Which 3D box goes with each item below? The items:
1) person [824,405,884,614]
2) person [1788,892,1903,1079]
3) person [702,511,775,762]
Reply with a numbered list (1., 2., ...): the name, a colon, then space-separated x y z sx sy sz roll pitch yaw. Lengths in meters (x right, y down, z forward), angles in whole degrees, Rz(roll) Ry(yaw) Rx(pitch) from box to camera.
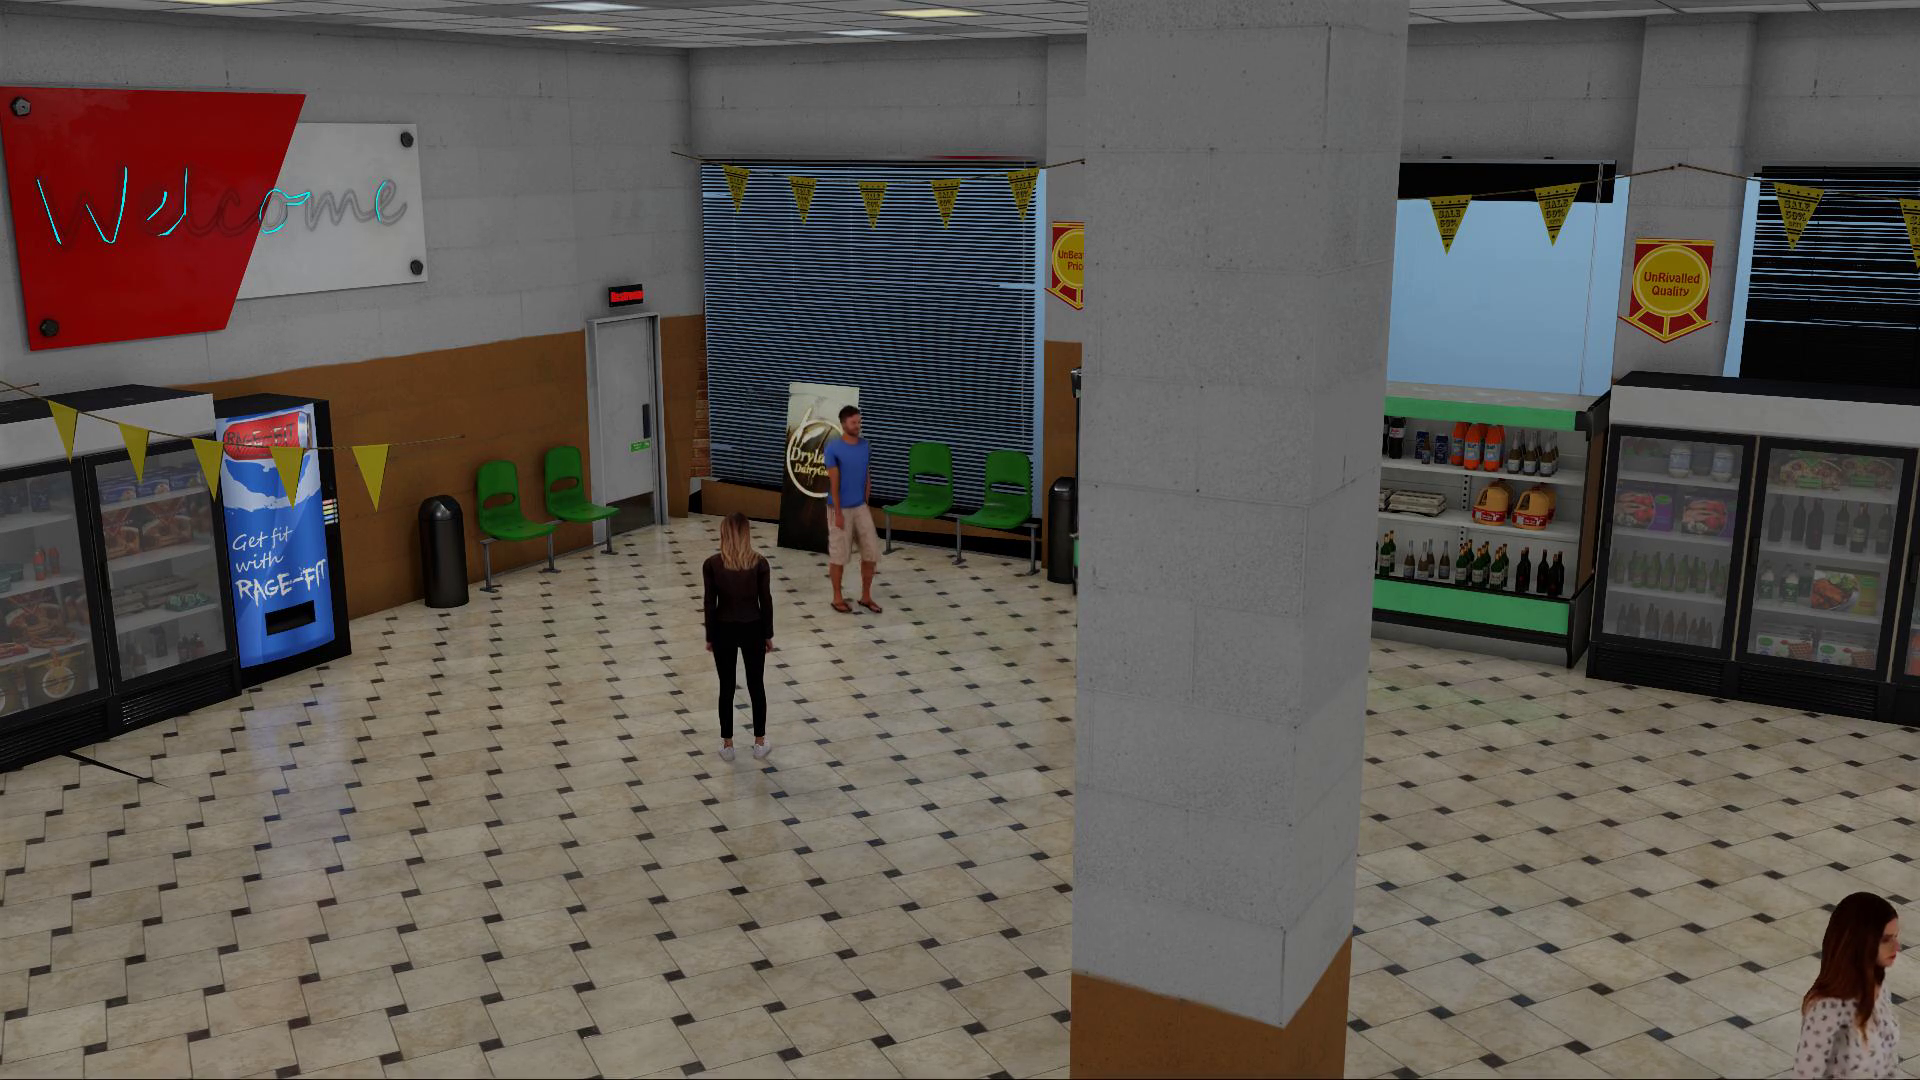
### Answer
1. person: -1.041 -0.279 14.648 0.817 1.838 0.908 -8 16 -31
2. person: 2.866 1.975 5.645 0.841 1.701 1.089 -11 17 -37
3. person: -1.484 0.641 11.143 0.627 1.704 0.722 -2 14 -7
